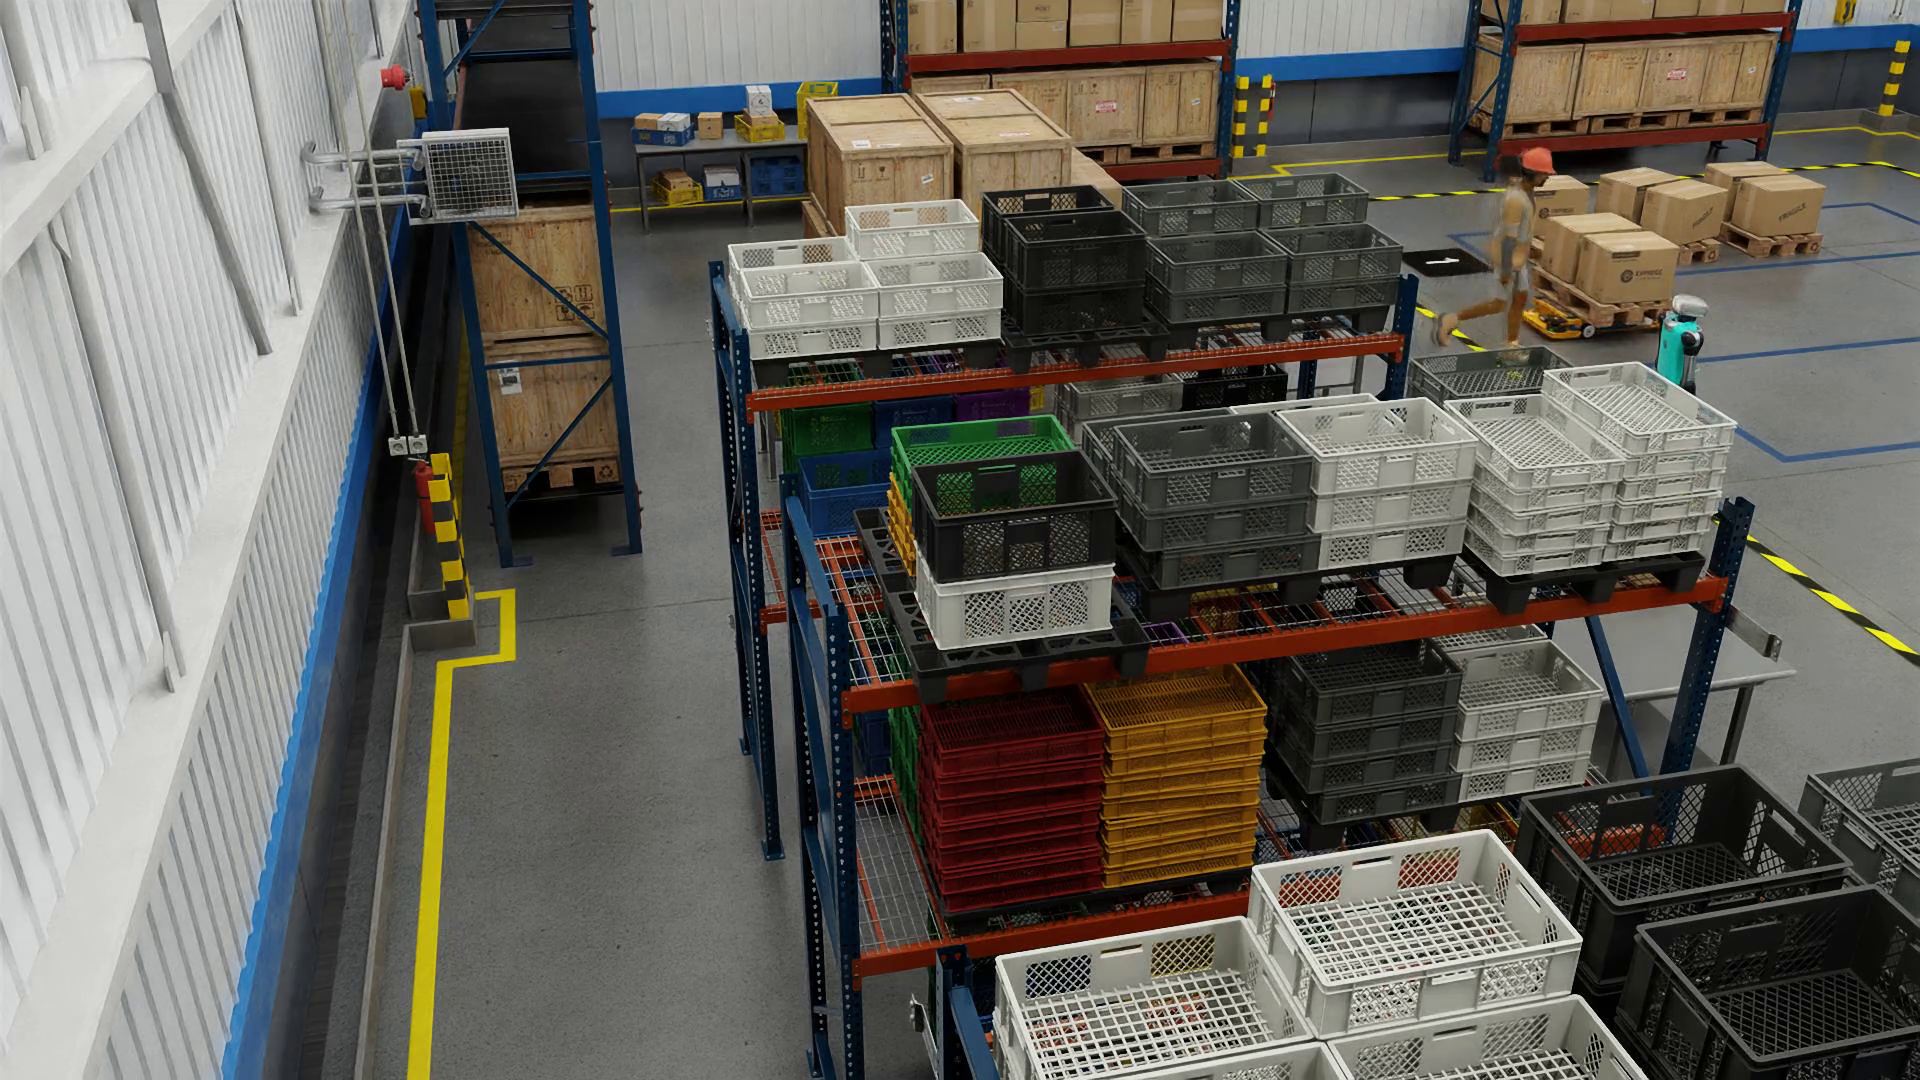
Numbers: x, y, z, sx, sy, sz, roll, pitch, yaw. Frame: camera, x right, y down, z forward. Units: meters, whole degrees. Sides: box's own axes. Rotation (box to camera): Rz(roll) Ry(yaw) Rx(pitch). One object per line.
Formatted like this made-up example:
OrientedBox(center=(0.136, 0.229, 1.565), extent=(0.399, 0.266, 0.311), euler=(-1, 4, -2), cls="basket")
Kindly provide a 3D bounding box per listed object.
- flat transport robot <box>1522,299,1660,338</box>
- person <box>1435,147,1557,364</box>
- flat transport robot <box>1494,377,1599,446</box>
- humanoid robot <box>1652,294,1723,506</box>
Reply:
OrientedBox(center=(6.253, -2.217, 16.223), extent=(1.431, 0.197, 0.652), euler=(-6, 28, -12), cls="flat transport robot")
OrientedBox(center=(4.929, -2.585, 15.090), extent=(0.856, 2.007, 0.610), euler=(16, 32, 27), cls="person")
OrientedBox(center=(4.780, -1.036, 14.013), extent=(0.659, 0.231, 1.431), euler=(-6, 28, -12), cls="flat transport robot")
OrientedBox(center=(5.414, -0.995, 12.215), extent=(0.735, 1.677, 0.533), euler=(-1, 28, -2), cls="humanoid robot")
